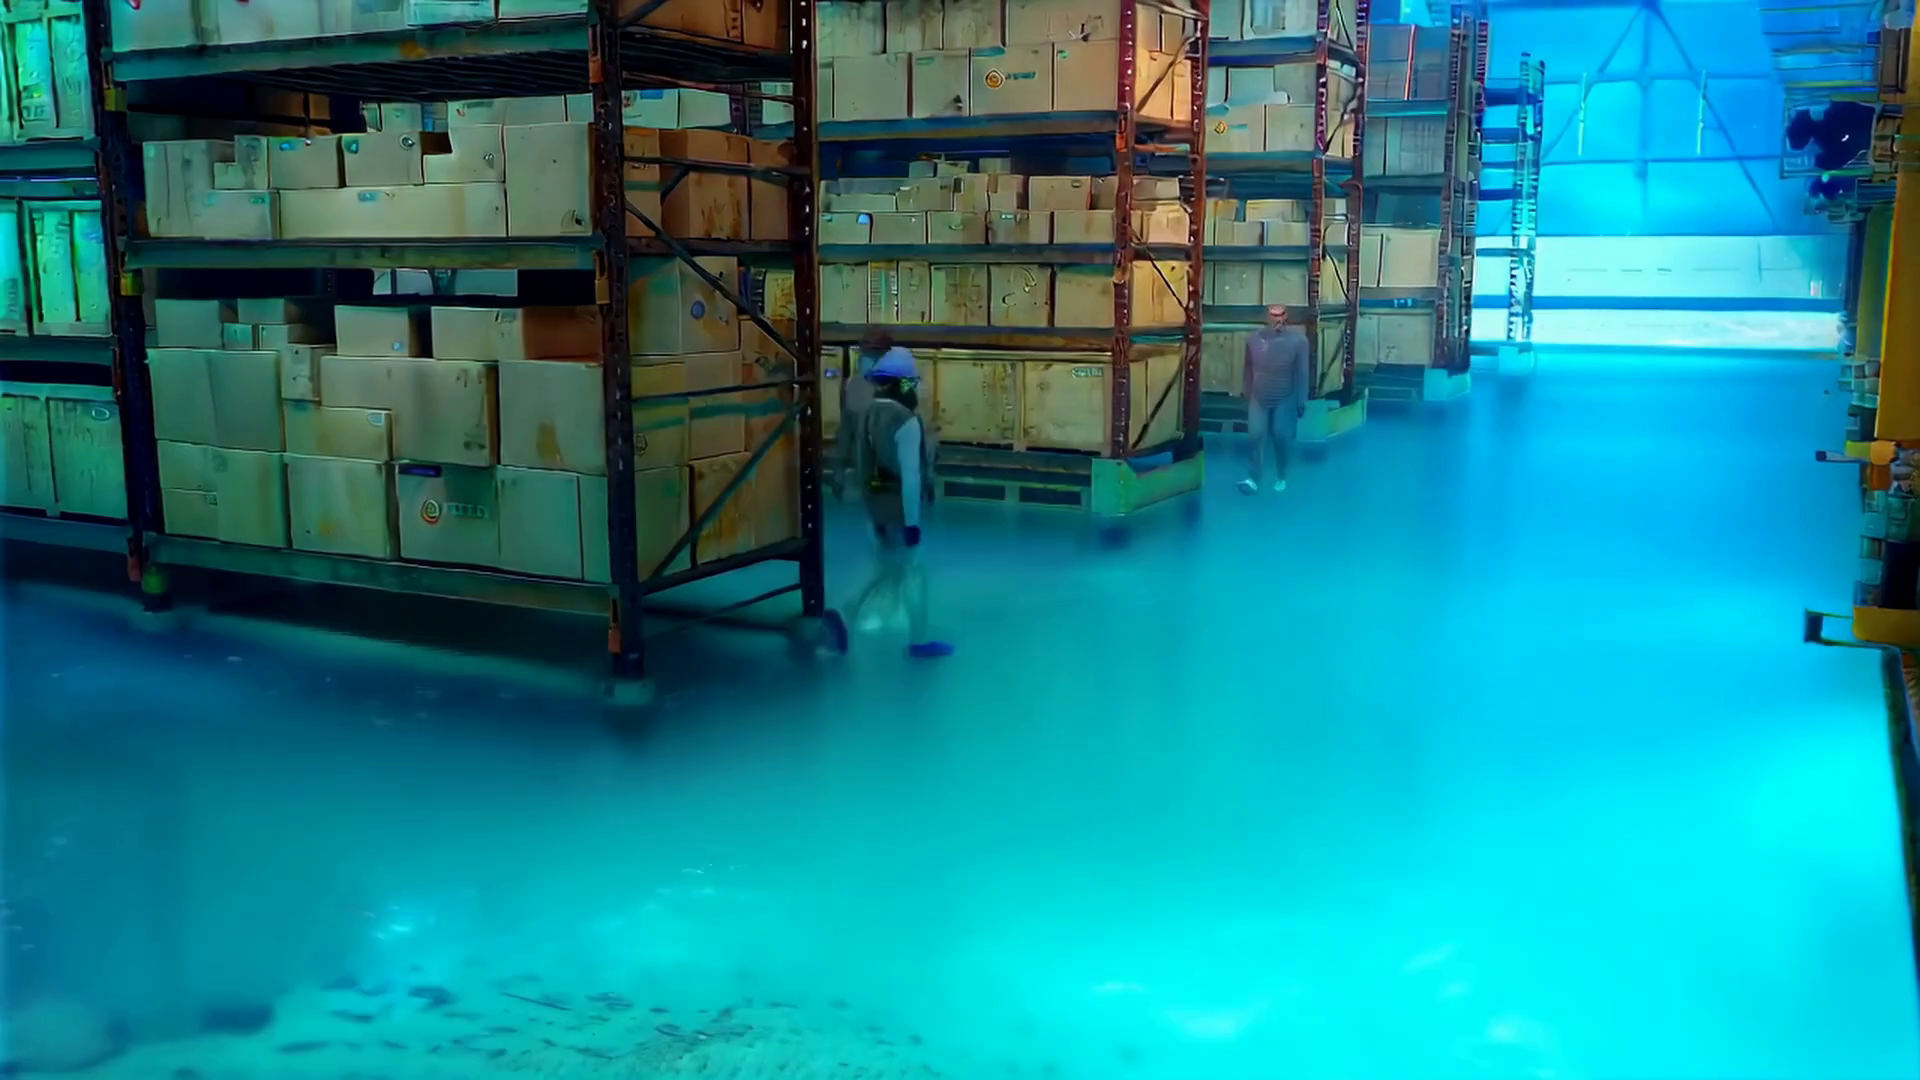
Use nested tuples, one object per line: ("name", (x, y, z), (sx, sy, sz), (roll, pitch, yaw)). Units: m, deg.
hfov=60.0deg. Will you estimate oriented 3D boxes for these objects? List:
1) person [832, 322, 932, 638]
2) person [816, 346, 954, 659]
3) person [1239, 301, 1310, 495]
("person", (-0.524, -0.353, 10.084), (0.666, 1.911, 0.676), (7, 12, 37))
("person", (-0.420, -0.190, 9.452), (0.737, 1.814, 0.605), (-5, 11, -28))
("person", (3.000, -1.356, 16.007), (0.676, 1.862, 0.966), (4, 11, 24))
